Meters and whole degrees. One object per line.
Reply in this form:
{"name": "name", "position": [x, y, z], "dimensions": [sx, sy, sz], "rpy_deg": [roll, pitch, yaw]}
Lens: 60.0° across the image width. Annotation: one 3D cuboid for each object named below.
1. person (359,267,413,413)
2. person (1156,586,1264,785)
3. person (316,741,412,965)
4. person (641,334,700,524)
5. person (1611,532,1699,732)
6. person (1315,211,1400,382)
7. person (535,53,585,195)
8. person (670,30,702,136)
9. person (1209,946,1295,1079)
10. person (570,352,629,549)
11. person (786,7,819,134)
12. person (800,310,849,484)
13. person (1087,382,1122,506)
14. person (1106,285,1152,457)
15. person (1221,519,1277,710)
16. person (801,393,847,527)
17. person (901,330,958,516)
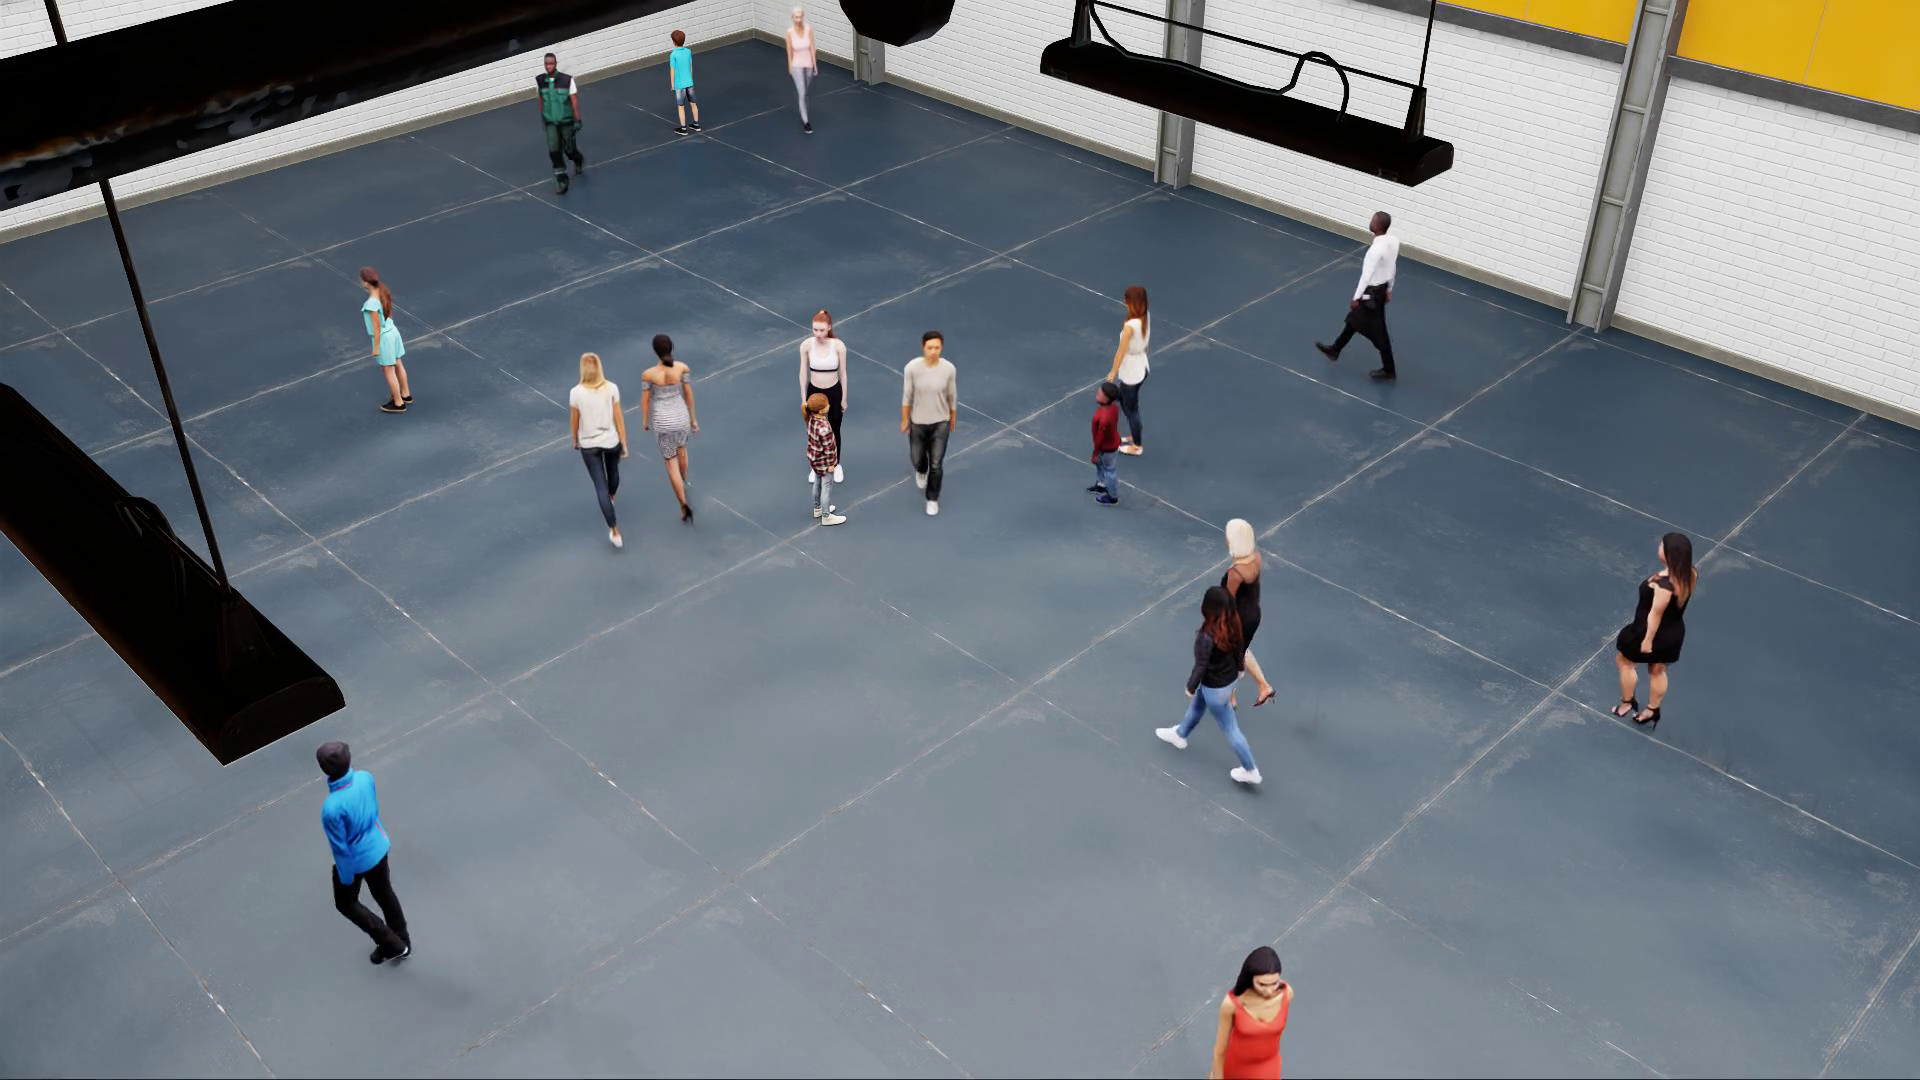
{"name": "person", "position": [-5.777, -2.030, 16.712], "dimensions": [0.689, 1.558, 0.647], "rpy_deg": [6, 34, 8]}
{"name": "person", "position": [1.928, 1.083, 12.009], "dimensions": [1.191, 1.579, 0.753], "rpy_deg": [23, 40, 30]}
{"name": "person", "position": [-3.670, 2.010, 10.432], "dimensions": [0.772, 1.782, 0.748], "rpy_deg": [10, 35, 15]}
{"name": "person", "position": [-2.549, -0.955, 14.880], "dimensions": [0.821, 1.796, 1.049], "rpy_deg": [-14, 36, -20]}
{"name": "person", "position": [5.288, 0.742, 12.411], "dimensions": [0.695, 1.703, 0.665], "rpy_deg": [-25, 41, -32]}
{"name": "person", "position": [4.347, -2.465, 17.159], "dimensions": [1.233, 1.789, 0.776], "rpy_deg": [22, 40, 30]}
{"name": "person", "position": [-5.183, -5.460, 21.639], "dimensions": [1.096, 1.817, 1.127], "rpy_deg": [2, 34, 4]}
{"name": "person", "position": [-3.905, -6.480, 23.506], "dimensions": [0.508, 1.448, 0.464], "rpy_deg": [-29, 43, -36]}
{"name": "person", "position": [1.569, 2.843, 9.287], "dimensions": [1.004, 1.662, 1.196], "rpy_deg": [-7, 34, -10]}
{"name": "person", "position": [-3.141, -0.761, 14.622], "dimensions": [0.882, 1.759, 1.227], "rpy_deg": [-14, 36, -19]}
{"name": "person", "position": [-2.250, -6.739, 23.680], "dimensions": [0.836, 1.688, 1.181], "rpy_deg": [-13, 36, -18]}
{"name": "person", "position": [-1.255, -1.334, 15.500], "dimensions": [0.649, 1.742, 0.712], "rpy_deg": [0, 34, 0]}
{"name": "person", "position": [1.413, -0.873, 15.256], "dimensions": [0.661, 1.244, 0.615], "rpy_deg": [10, 35, 15]}
{"name": "person", "position": [1.736, -1.571, 15.830], "dimensions": [0.681, 1.770, 0.677], "rpy_deg": [15, 36, 21]}
{"name": "person", "position": [2.186, 0.642, 12.538], "dimensions": [0.825, 1.729, 0.723], "rpy_deg": [19, 38, 26]}
{"name": "person", "position": [-1.250, -0.744, 15.006], "dimensions": [0.648, 1.305, 0.541], "rpy_deg": [-16, 37, -23]}
{"name": "person", "position": [-0.285, -1.126, 15.133], "dimensions": [0.909, 1.801, 0.974], "rpy_deg": [-2, 34, -3]}
